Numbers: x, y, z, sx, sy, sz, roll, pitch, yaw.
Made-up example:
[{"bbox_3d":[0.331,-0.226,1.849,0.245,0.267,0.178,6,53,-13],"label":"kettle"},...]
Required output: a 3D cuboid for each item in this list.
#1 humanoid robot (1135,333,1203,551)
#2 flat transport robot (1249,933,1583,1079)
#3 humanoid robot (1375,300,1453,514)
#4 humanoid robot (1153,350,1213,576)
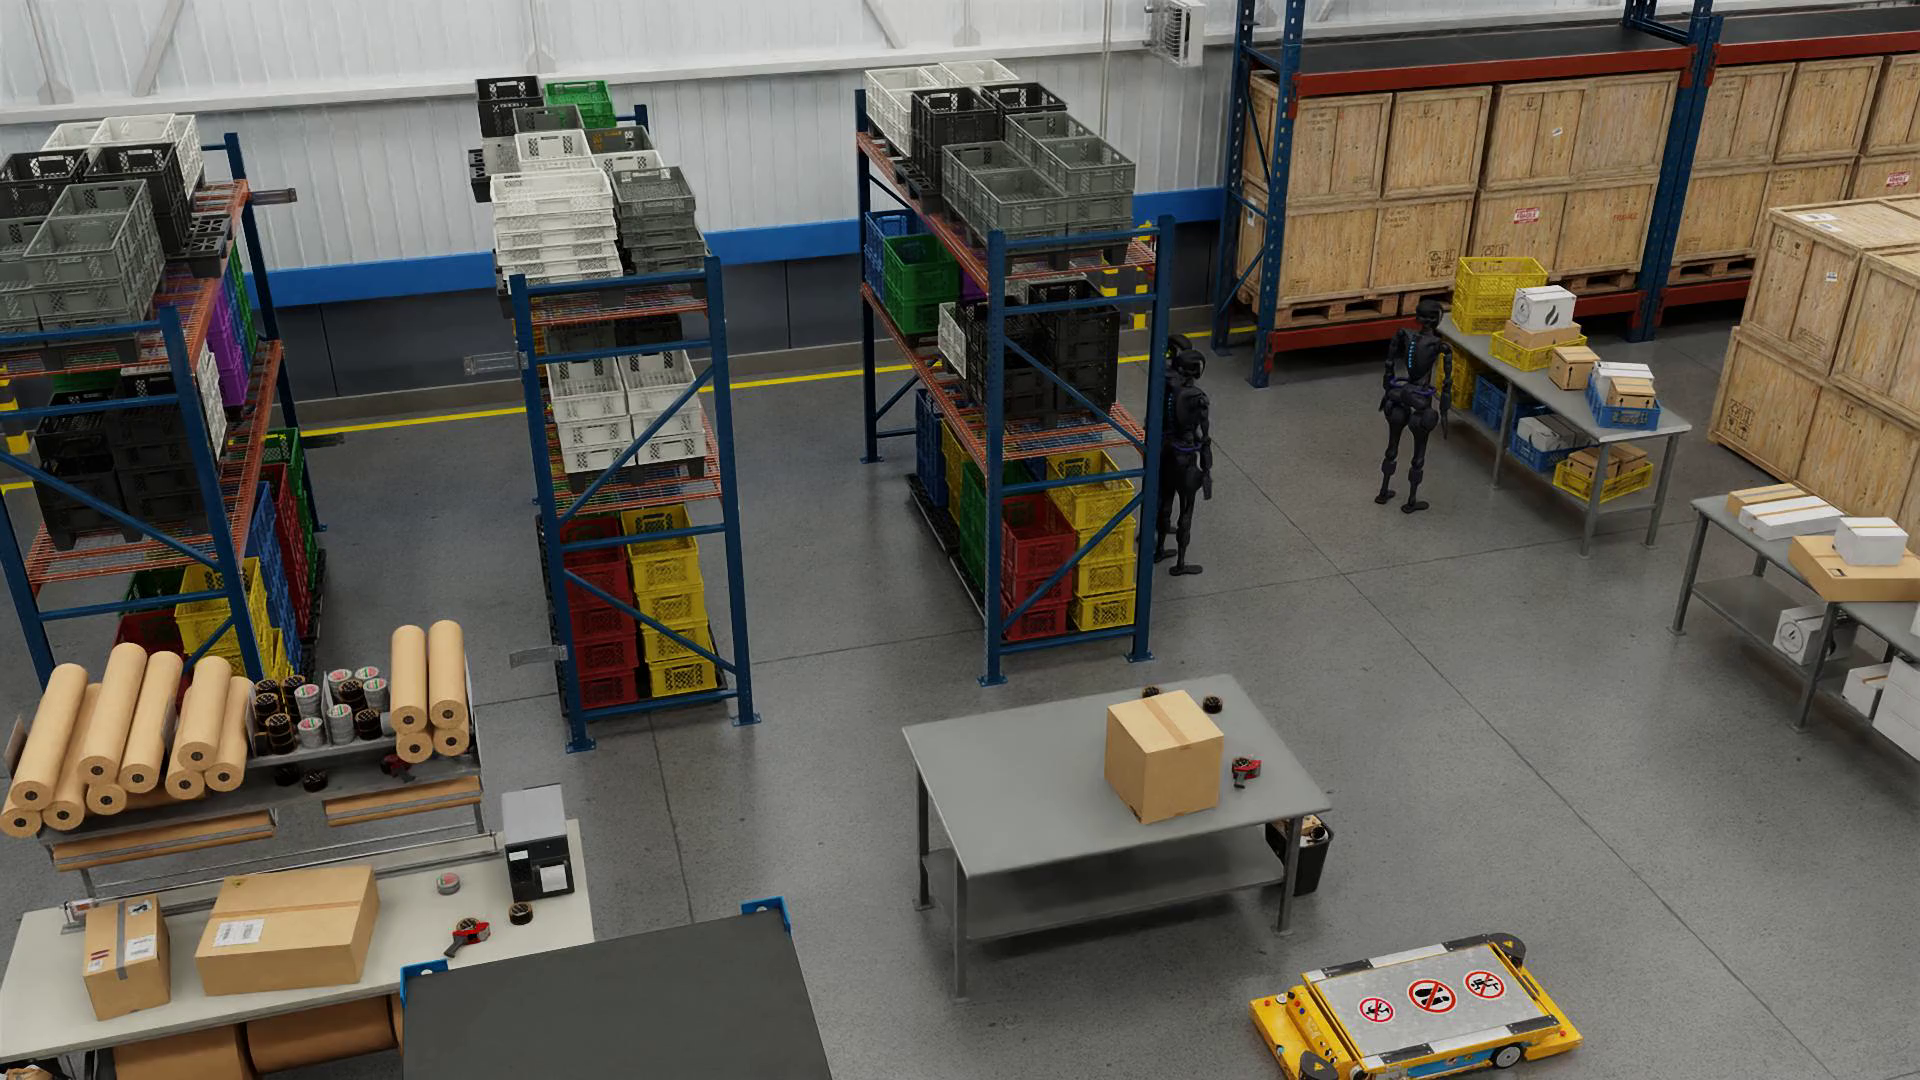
[{"bbox_3d":[1.512,-0.717,12.004,0.387,1.648,0.569,17,33,28],"label":"humanoid robot"},{"bbox_3d":[2.184,2.282,7.980,1.431,0.197,0.652,-8,30,-14],"label":"flat transport robot"},{"bbox_3d":[3.422,-1.026,12.552,0.319,1.656,0.612,-25,37,-38],"label":"humanoid robot"},{"bbox_3d":[1.574,-0.563,11.708,0.327,1.657,0.590,-15,32,-25],"label":"humanoid robot"}]
